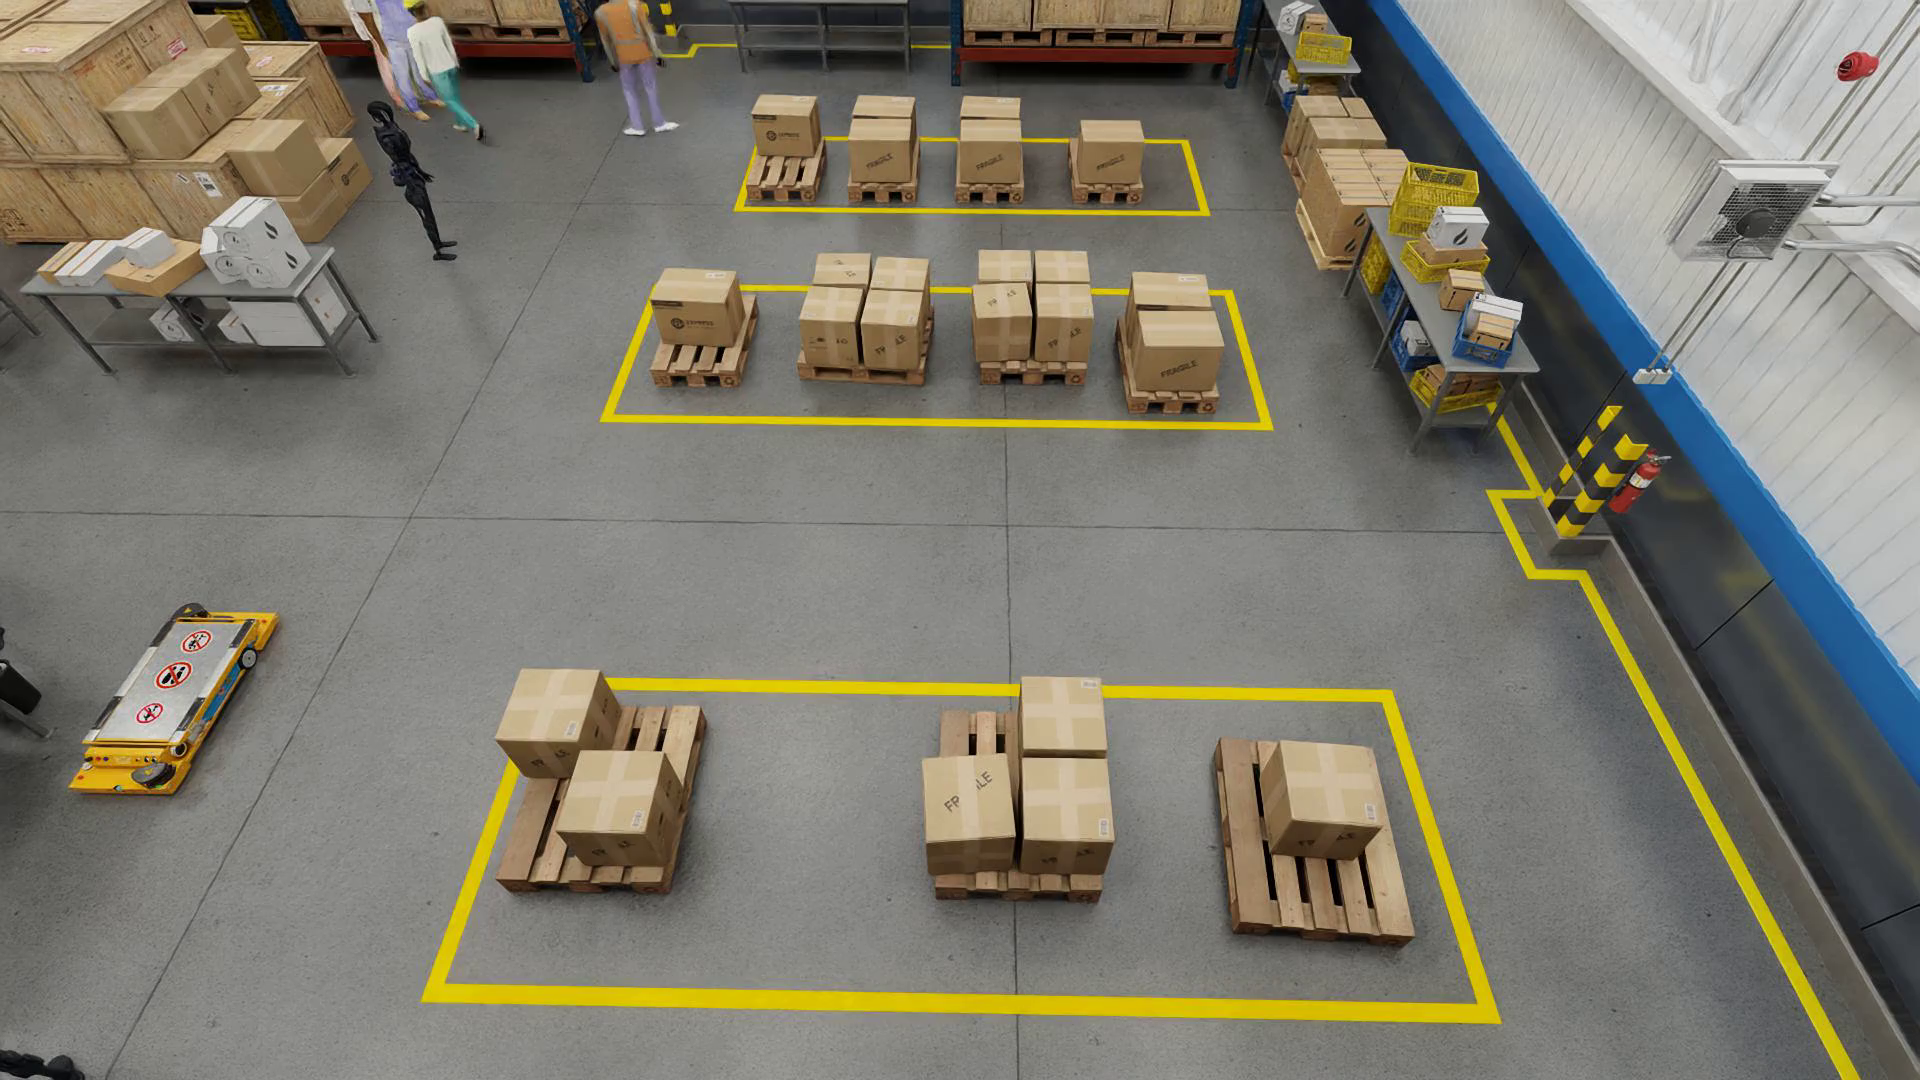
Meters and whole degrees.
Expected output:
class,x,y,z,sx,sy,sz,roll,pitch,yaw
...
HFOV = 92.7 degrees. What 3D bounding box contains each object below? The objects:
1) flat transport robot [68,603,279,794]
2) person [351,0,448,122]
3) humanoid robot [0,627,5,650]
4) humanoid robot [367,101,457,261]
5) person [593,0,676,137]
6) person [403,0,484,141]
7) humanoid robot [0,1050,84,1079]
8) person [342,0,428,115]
class,x,y,z,sx,sy,sz,roll,pitch,yaw
flat transport robot,-5.504,1.072,6.442,0.652,0.197,1.431,1,50,1
person,-7.138,-6.450,11.665,0.536,2.000,0.687,16,52,13
humanoid robot,-7.323,0.278,6.198,0.608,1.661,0.314,-17,52,-14
humanoid robot,-5.734,-3.767,9.622,0.314,1.657,0.609,-14,51,-11
person,-4.066,-5.997,11.391,0.689,1.879,0.368,-10,51,-9
person,-6.404,-5.837,11.346,0.746,1.740,0.533,23,53,18
humanoid robot,-5.018,2.477,4.347,0.337,1.652,0.582,22,53,18
person,-7.467,-6.557,11.787,0.397,1.989,0.622,10,51,9
